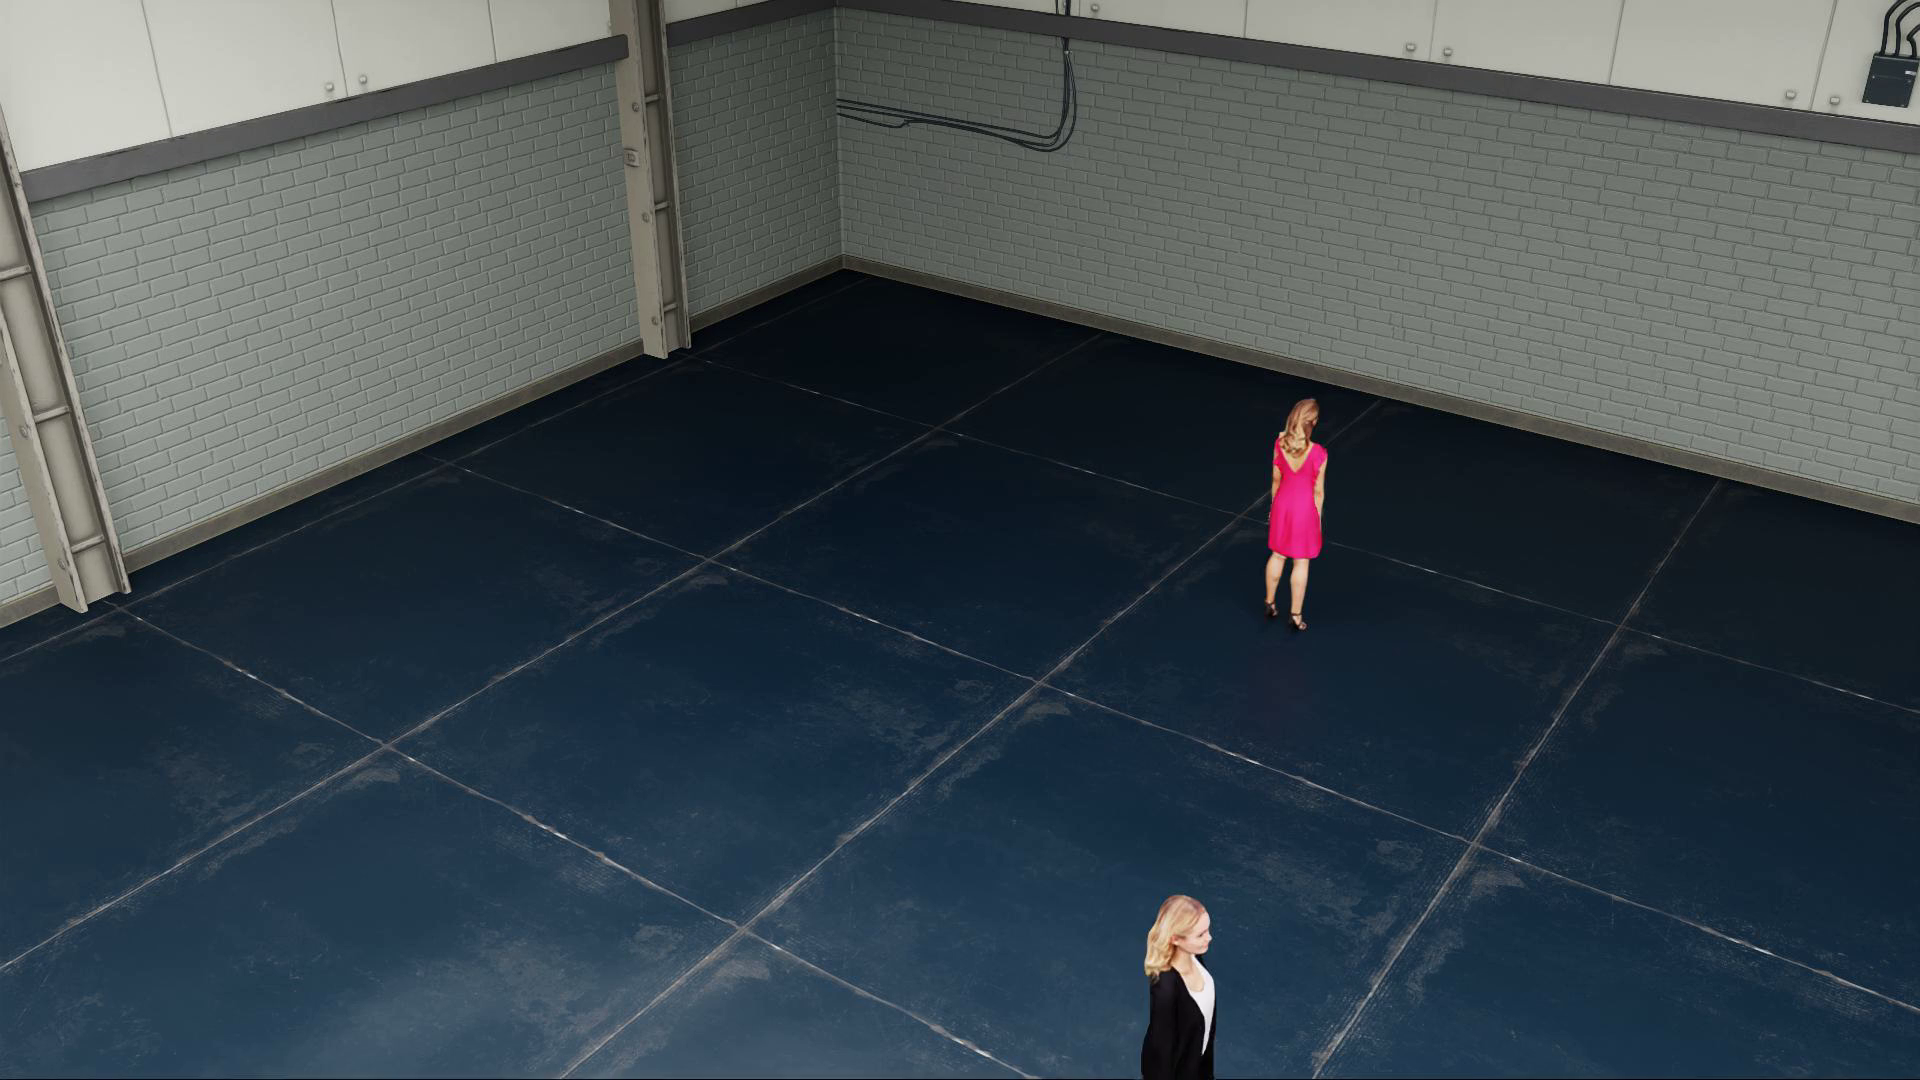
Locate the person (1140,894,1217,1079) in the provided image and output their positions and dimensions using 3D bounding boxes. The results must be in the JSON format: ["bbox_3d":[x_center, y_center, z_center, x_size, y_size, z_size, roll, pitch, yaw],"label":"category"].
[{"bbox_3d":[0.815,2.199,6.971,0.788,1.787,0.952,12,30,21],"label":"person"}]

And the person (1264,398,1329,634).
[{"bbox_3d":[2.305,-0.175,11.496,0.601,1.723,0.575,23,36,37],"label":"person"}]
